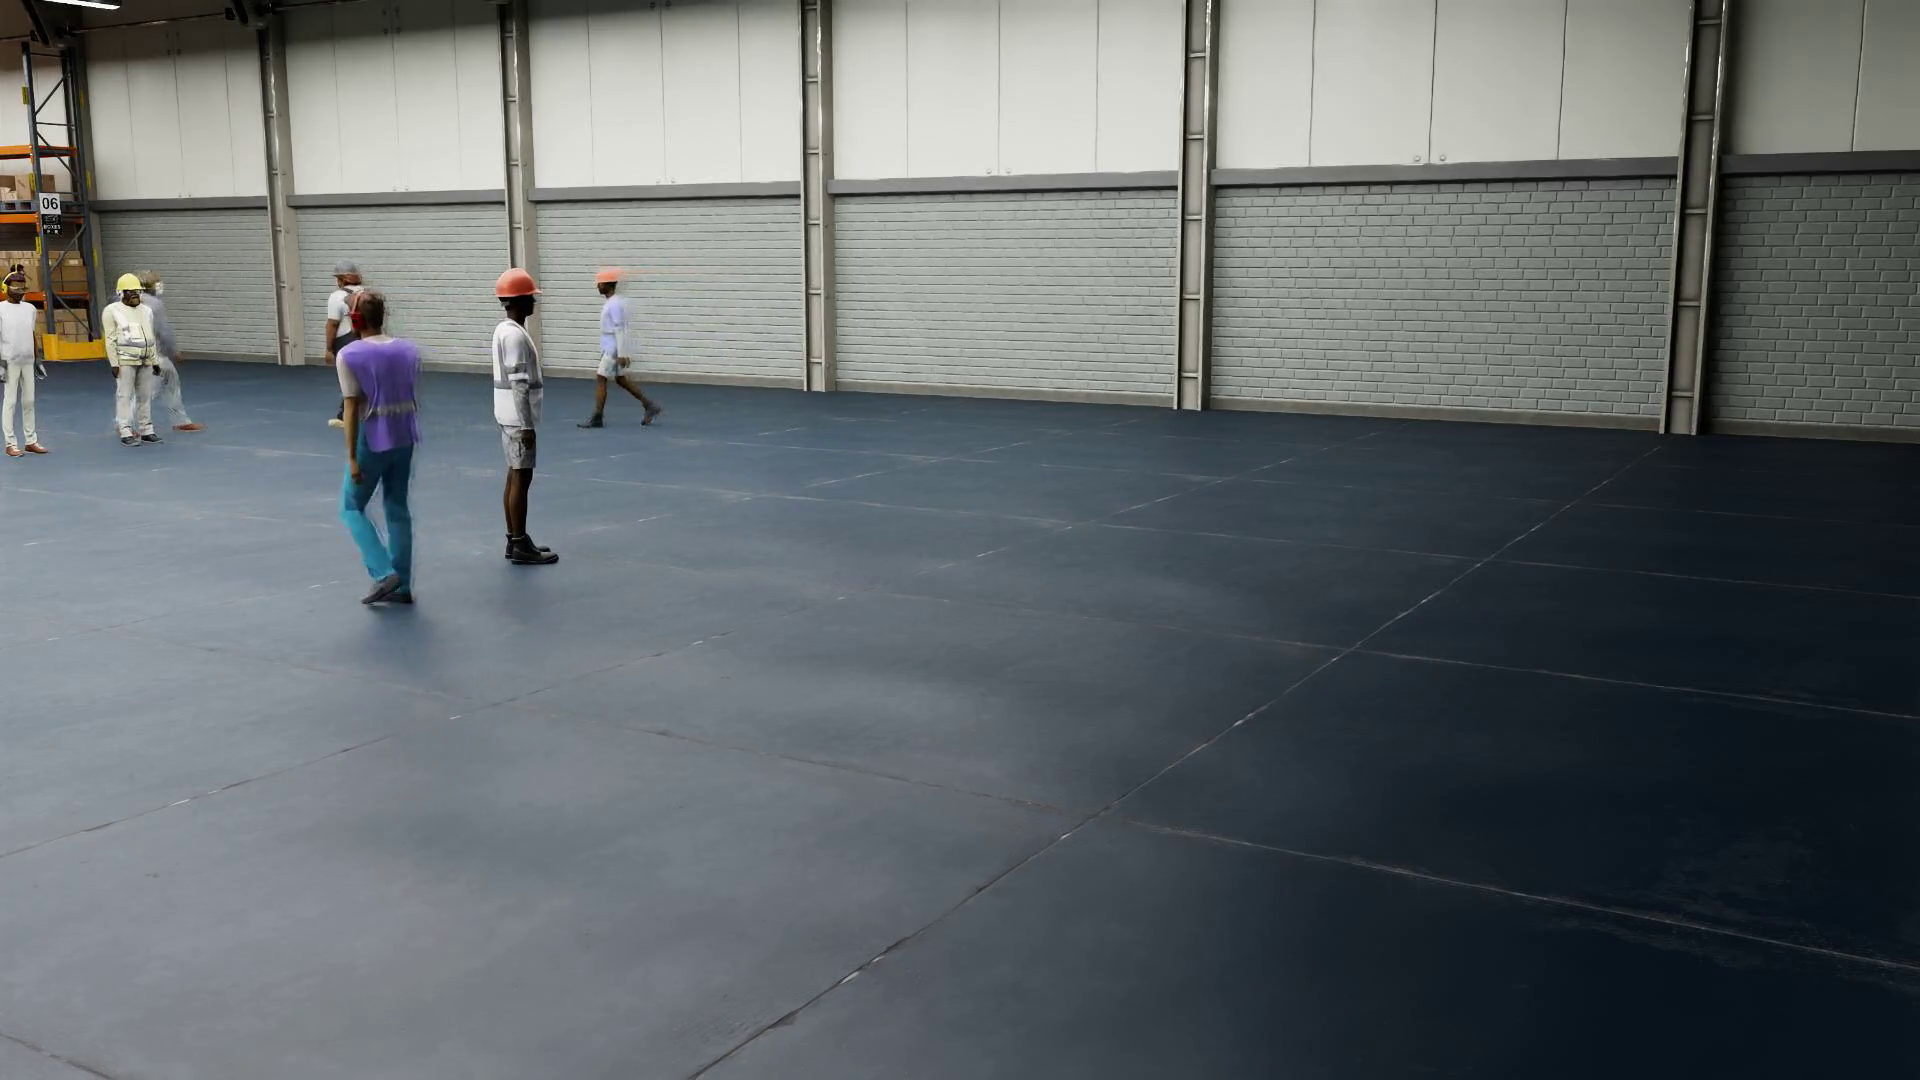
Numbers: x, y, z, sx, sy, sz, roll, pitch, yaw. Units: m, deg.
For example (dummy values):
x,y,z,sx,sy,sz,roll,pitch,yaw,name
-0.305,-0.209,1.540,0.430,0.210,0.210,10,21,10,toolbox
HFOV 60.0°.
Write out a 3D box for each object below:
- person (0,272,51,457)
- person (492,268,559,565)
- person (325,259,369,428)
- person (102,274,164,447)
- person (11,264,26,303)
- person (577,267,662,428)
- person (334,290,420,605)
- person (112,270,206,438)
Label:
x,y,z,sx,sy,sz,roll,pitch,yaw,name
-9.558,-1.786,16.913,0.328,1.865,0.520,5,11,25,person
-2.885,-0.809,10.966,0.347,1.942,0.545,-4,10,-21,person
-7.041,-2.291,19.352,0.993,2.000,0.709,4,10,22,person
-8.836,-1.923,17.807,0.403,1.834,0.587,5,11,25,person
-17.896,-4.309,31.668,0.310,1.868,0.532,-7,12,-34,person
-4.036,-2.269,19.648,0.947,1.907,0.553,-2,10,-13,person
-3.349,-0.520,9.615,0.446,1.828,0.566,6,11,31,person
-9.068,-2.079,18.646,1.026,1.873,0.619,-8,13,-40,person
